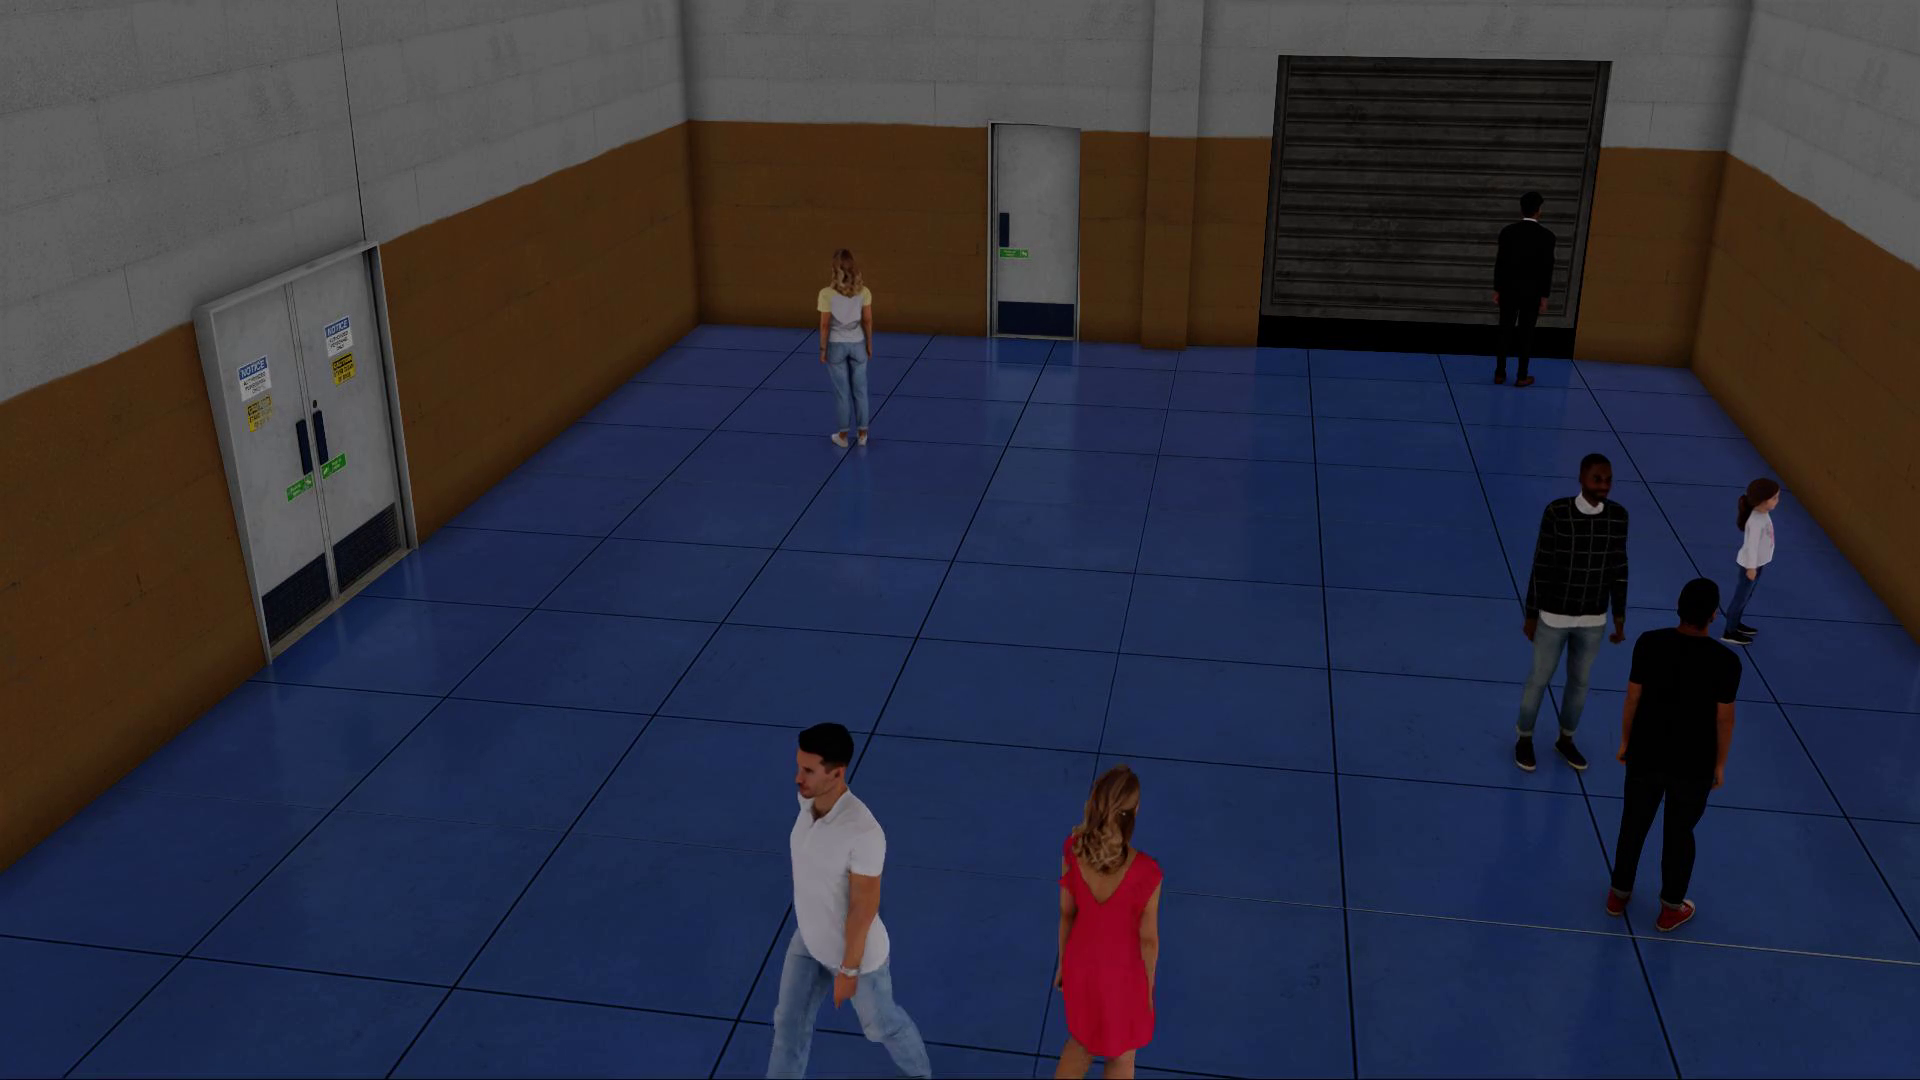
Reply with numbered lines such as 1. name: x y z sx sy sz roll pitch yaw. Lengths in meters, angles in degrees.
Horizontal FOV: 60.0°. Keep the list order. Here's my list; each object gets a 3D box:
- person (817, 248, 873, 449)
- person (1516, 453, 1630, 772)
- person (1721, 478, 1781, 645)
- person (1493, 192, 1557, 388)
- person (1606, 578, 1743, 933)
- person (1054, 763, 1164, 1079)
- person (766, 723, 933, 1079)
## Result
1. person: -0.977 -1.647 14.321 0.644 1.723 0.768 -7 23 -17
2. person: 3.373 0.371 9.191 0.599 1.819 0.795 0 22 0
3. person: 5.118 0.120 10.765 0.560 1.110 0.512 15 26 32
4. person: 5.400 -2.410 16.025 0.654 1.883 0.827 14 26 30
5. person: 3.306 0.991 7.729 0.651 1.758 0.776 15 26 33
6. person: 0.480 1.661 6.127 0.869 1.709 0.855 17 28 37
7. person: -0.376 1.518 6.352 1.213 1.805 1.193 -16 27 -35
